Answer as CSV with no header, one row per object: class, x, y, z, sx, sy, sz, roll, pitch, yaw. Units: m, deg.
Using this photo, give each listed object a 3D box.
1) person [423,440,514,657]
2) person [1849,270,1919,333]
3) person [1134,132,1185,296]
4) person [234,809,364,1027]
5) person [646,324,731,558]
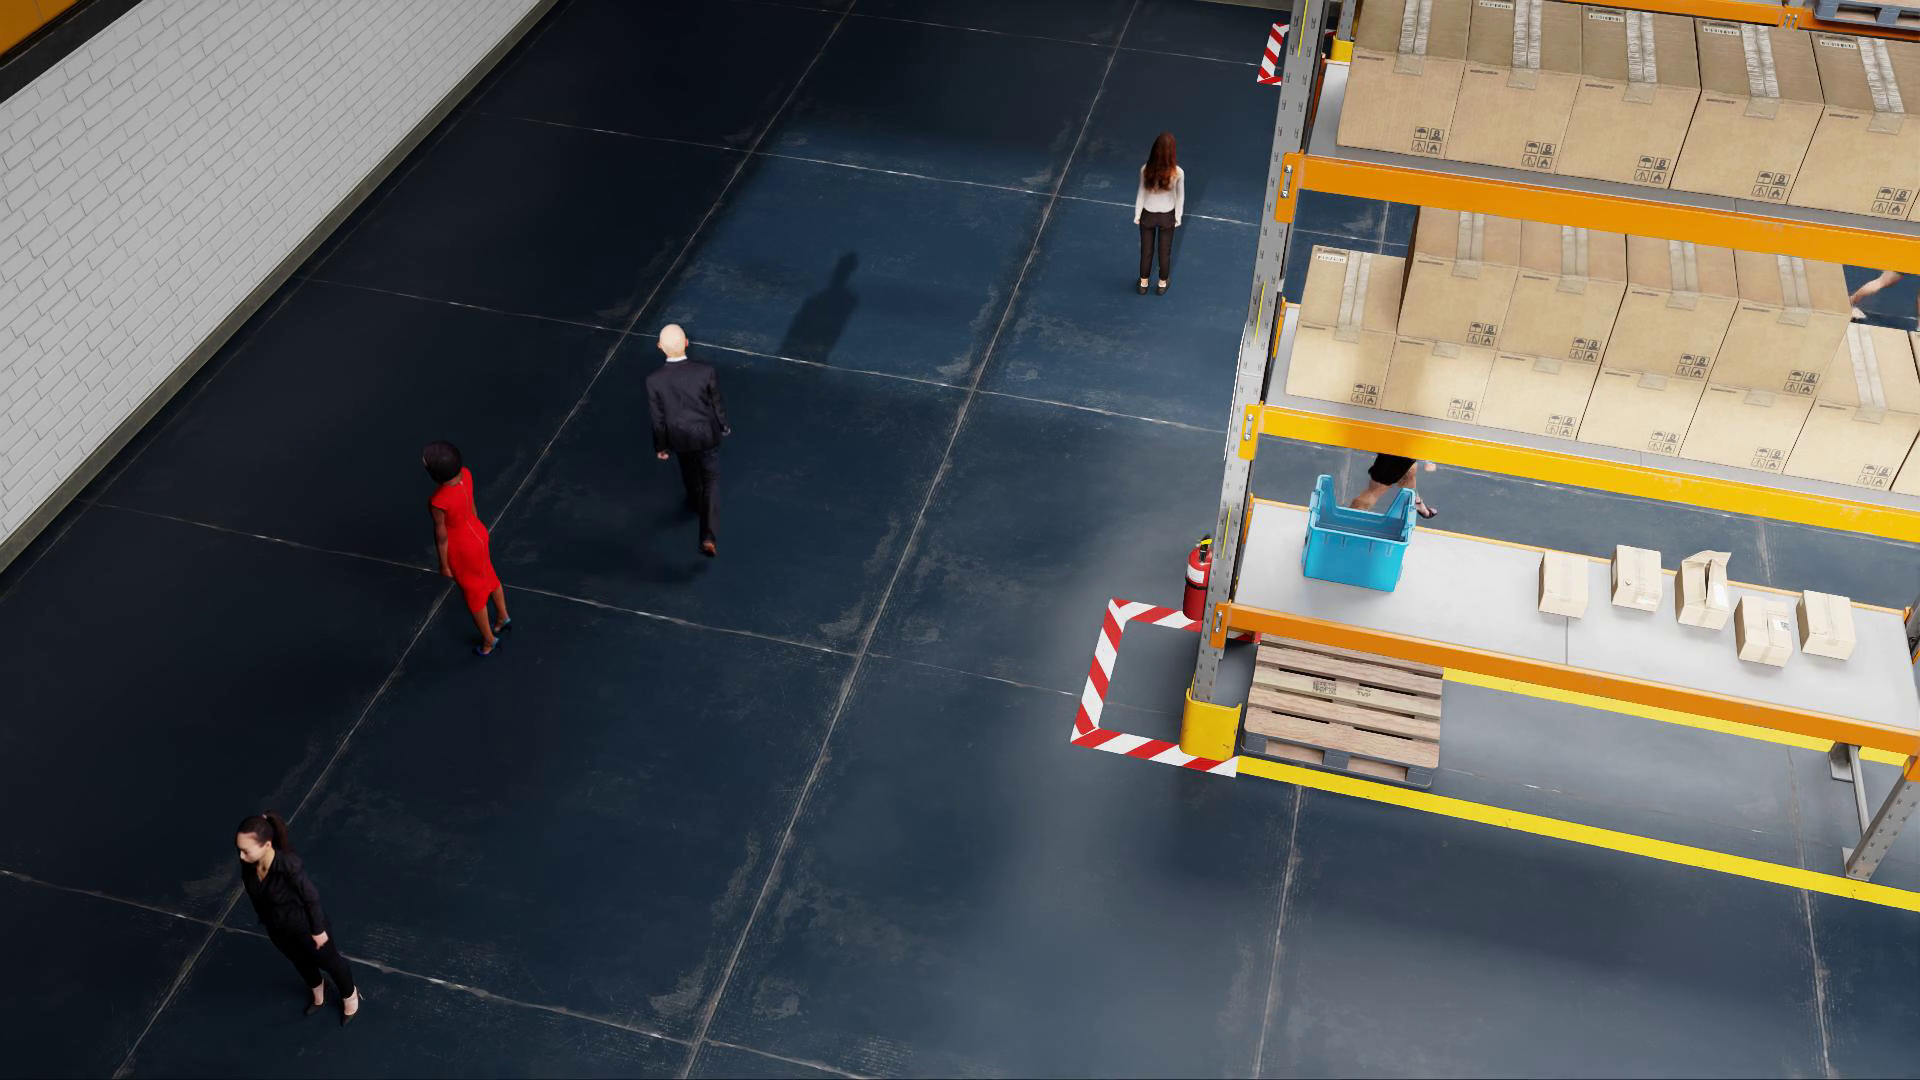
person,-3.186,0.062,10.763,0.488,1.743,0.548,11,45,11
person,7.694,-2.357,13.463,1.116,1.521,0.820,26,49,25
person,1.650,-2.705,13.855,0.439,1.484,0.619,6,44,6
person,-3.496,2.006,8.745,0.446,1.712,0.647,14,45,14
person,-1.849,-0.677,11.516,1.170,1.774,0.952,-2,44,-2
